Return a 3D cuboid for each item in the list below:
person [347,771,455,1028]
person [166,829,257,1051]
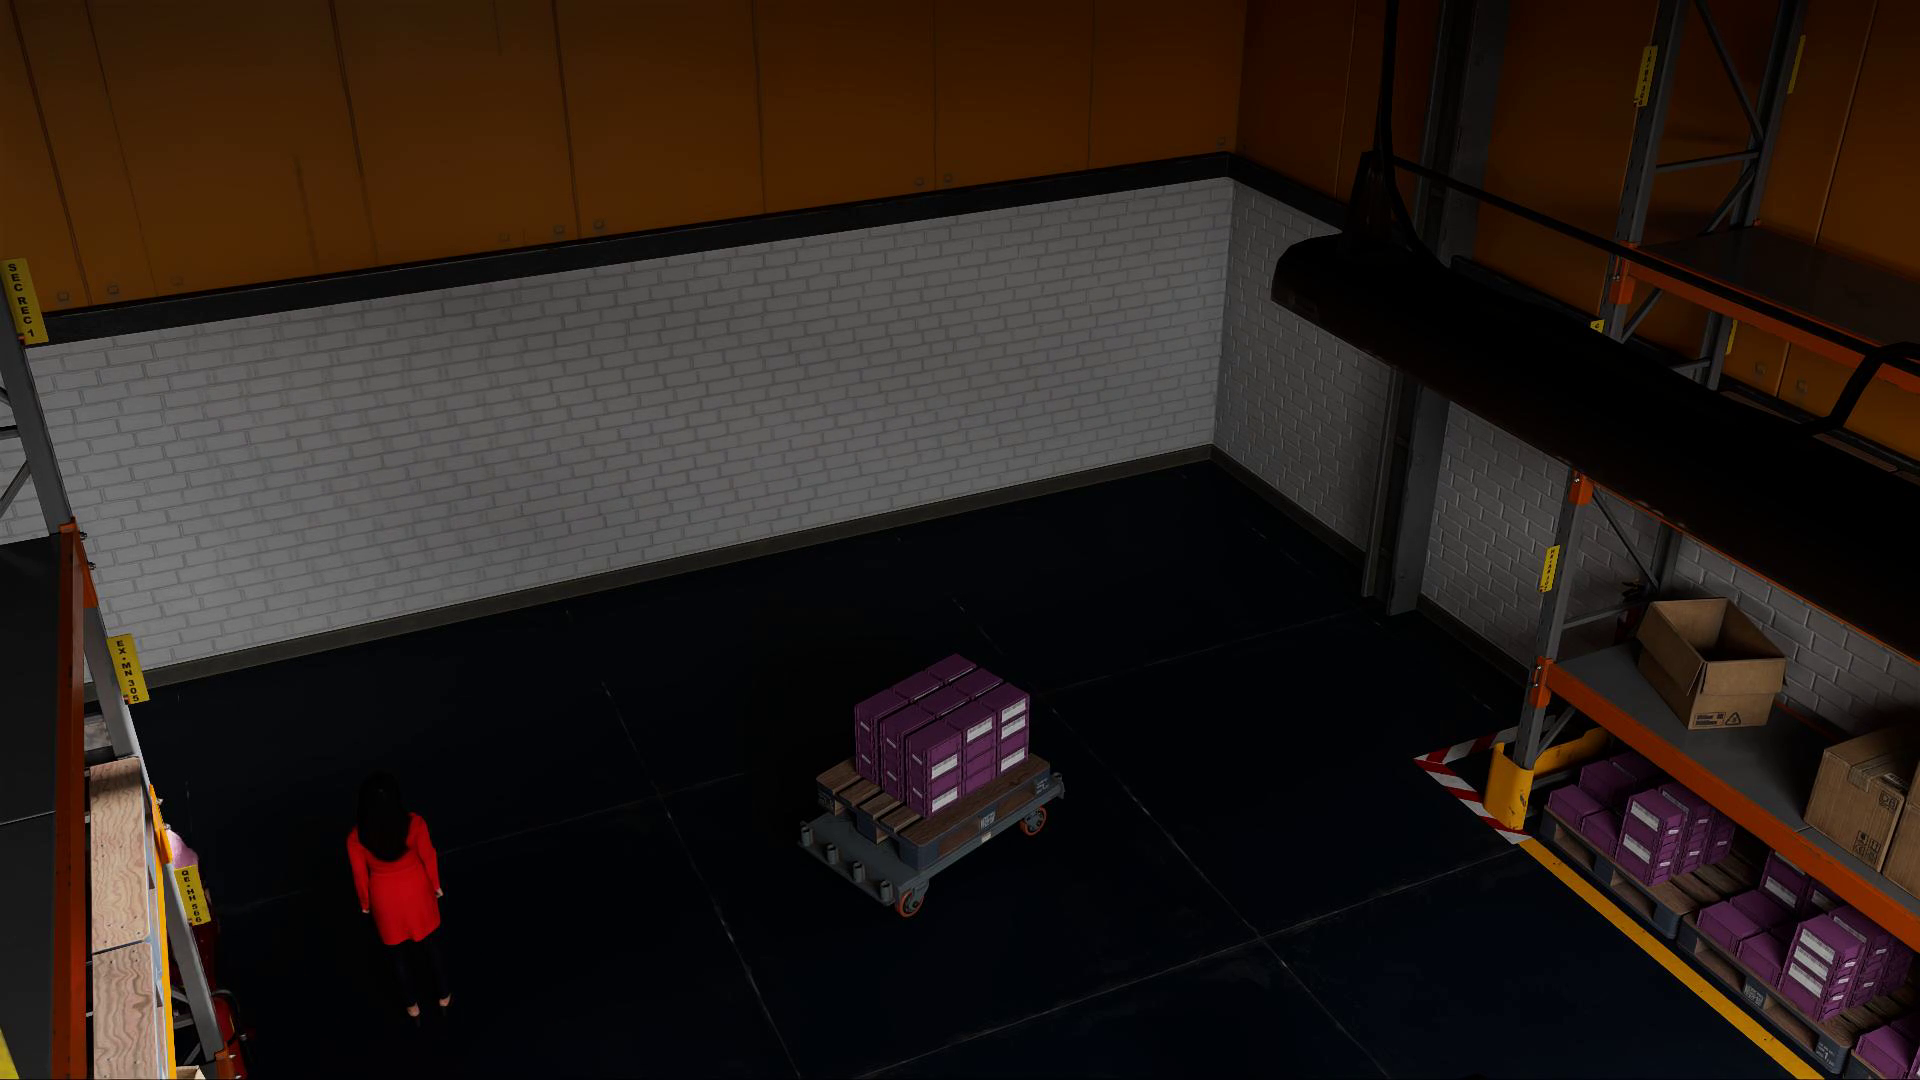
[{"bbox_3d":[-3.145,2.028,9.391,0.611,1.747,0.605,-11,31,-20],"label":"person"},{"bbox_3d":[-4.241,2.207,9.182,1.041,1.632,1.011,7,29,13],"label":"person"}]
